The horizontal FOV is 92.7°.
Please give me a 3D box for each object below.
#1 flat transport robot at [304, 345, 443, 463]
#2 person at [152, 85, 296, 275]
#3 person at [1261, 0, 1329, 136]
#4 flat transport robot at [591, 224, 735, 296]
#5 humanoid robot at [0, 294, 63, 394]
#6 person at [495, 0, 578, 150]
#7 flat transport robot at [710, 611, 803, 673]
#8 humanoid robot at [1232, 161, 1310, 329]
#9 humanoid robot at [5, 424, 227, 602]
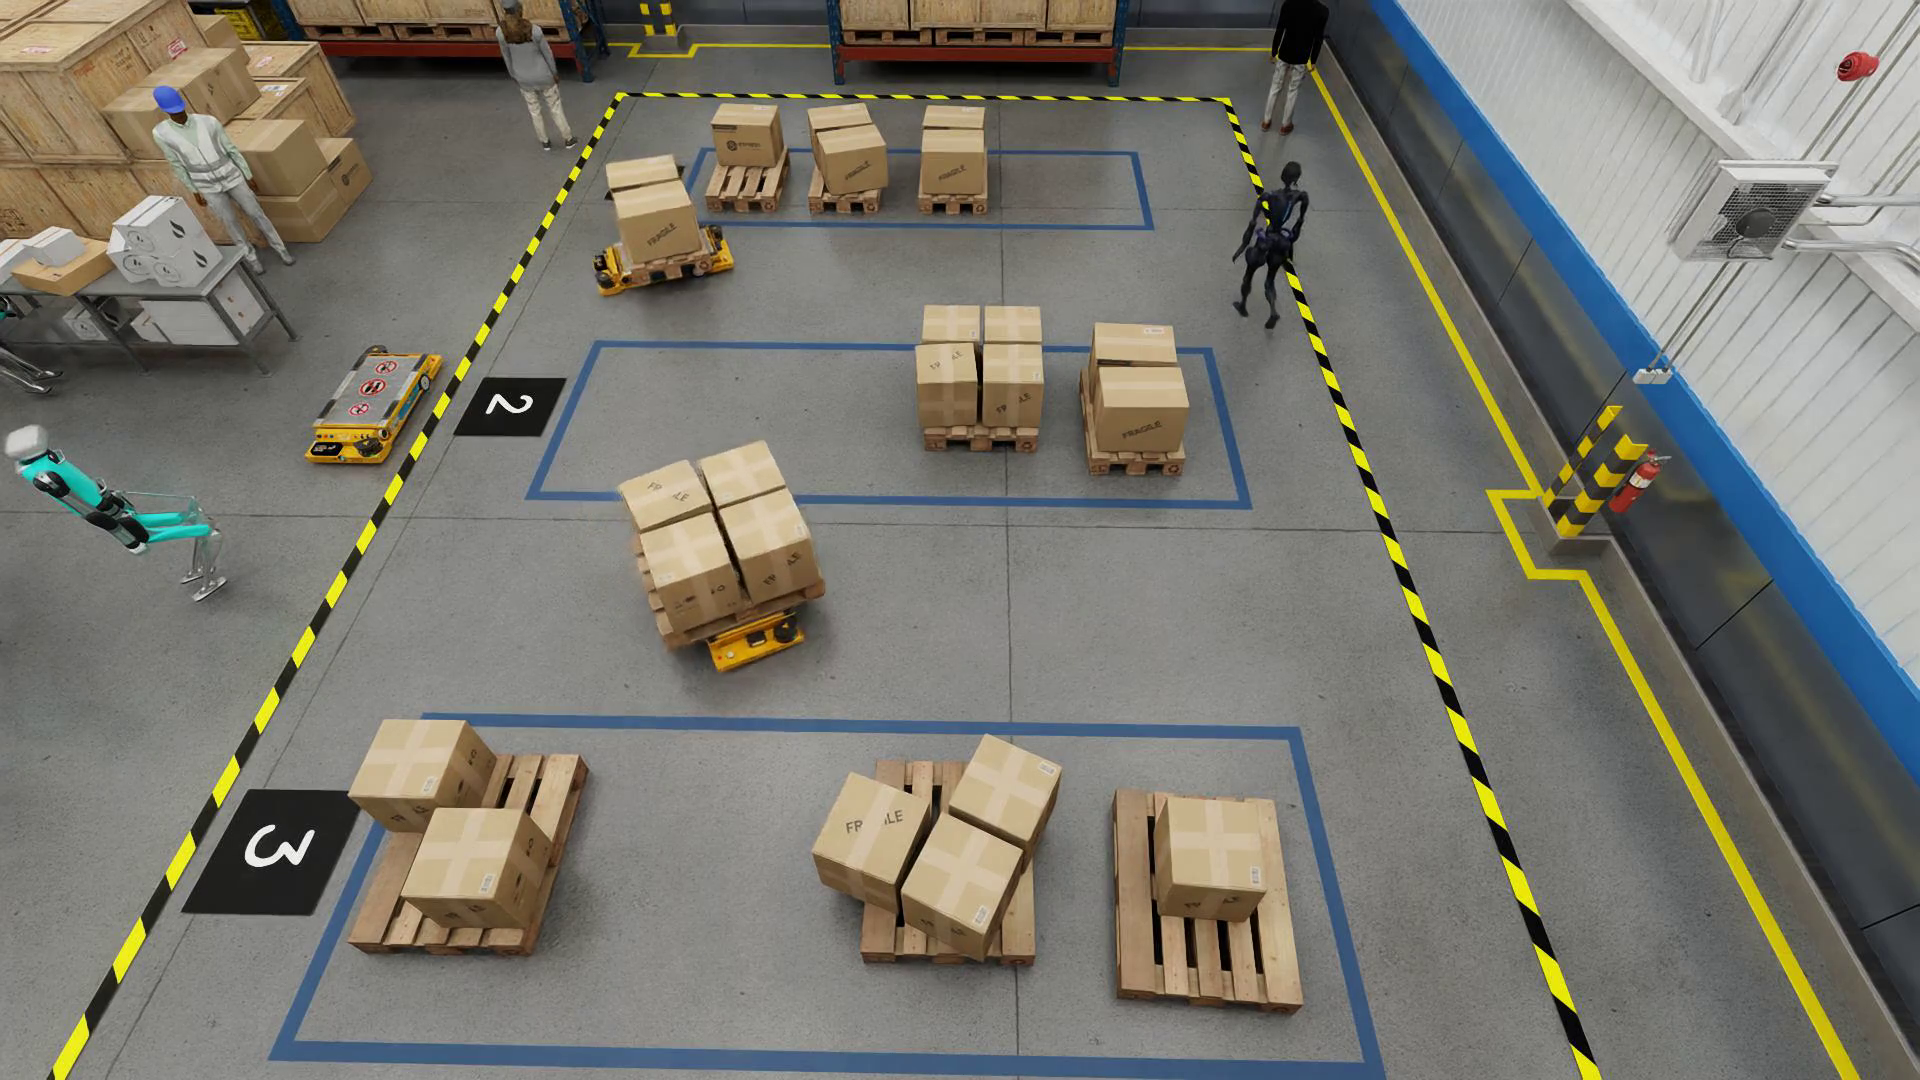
[{"bbox_3d":[-5.383,-1.269,8.441,0.659,0.231,1.431,1,50,1],"label":"flat transport robot"},{"bbox_3d":[-7.557,-3.658,9.370,0.603,1.939,0.413,-31,56,-24],"label":"person"},{"bbox_3d":[4.167,-6.037,11.418,0.590,1.881,0.381,23,54,19],"label":"person"},{"bbox_3d":[-3.232,-3.057,9.936,1.431,0.197,0.652,-17,52,-14],"label":"flat transport robot"},{"bbox_3d":[-8.744,-2.020,8.026,0.735,1.677,0.533,-6,50,-5],"label":"humanoid robot"},{"bbox_3d":[-5.189,-5.666,11.178,0.571,1.766,0.396,-5,50,-4],"label":"person"},{"bbox_3d":[-1.760,0.314,7.083,0.652,0.197,1.431,-20,53,-16],"label":"flat transport robot"},{"bbox_3d":[2.990,-2.793,8.821,0.608,1.638,0.608,-7,50,-6],"label":"humanoid robot"},{"bbox_3d":[-5.792,-0.235,6.519,0.735,1.673,0.533,-37,59,-27],"label":"humanoid robot"}]
